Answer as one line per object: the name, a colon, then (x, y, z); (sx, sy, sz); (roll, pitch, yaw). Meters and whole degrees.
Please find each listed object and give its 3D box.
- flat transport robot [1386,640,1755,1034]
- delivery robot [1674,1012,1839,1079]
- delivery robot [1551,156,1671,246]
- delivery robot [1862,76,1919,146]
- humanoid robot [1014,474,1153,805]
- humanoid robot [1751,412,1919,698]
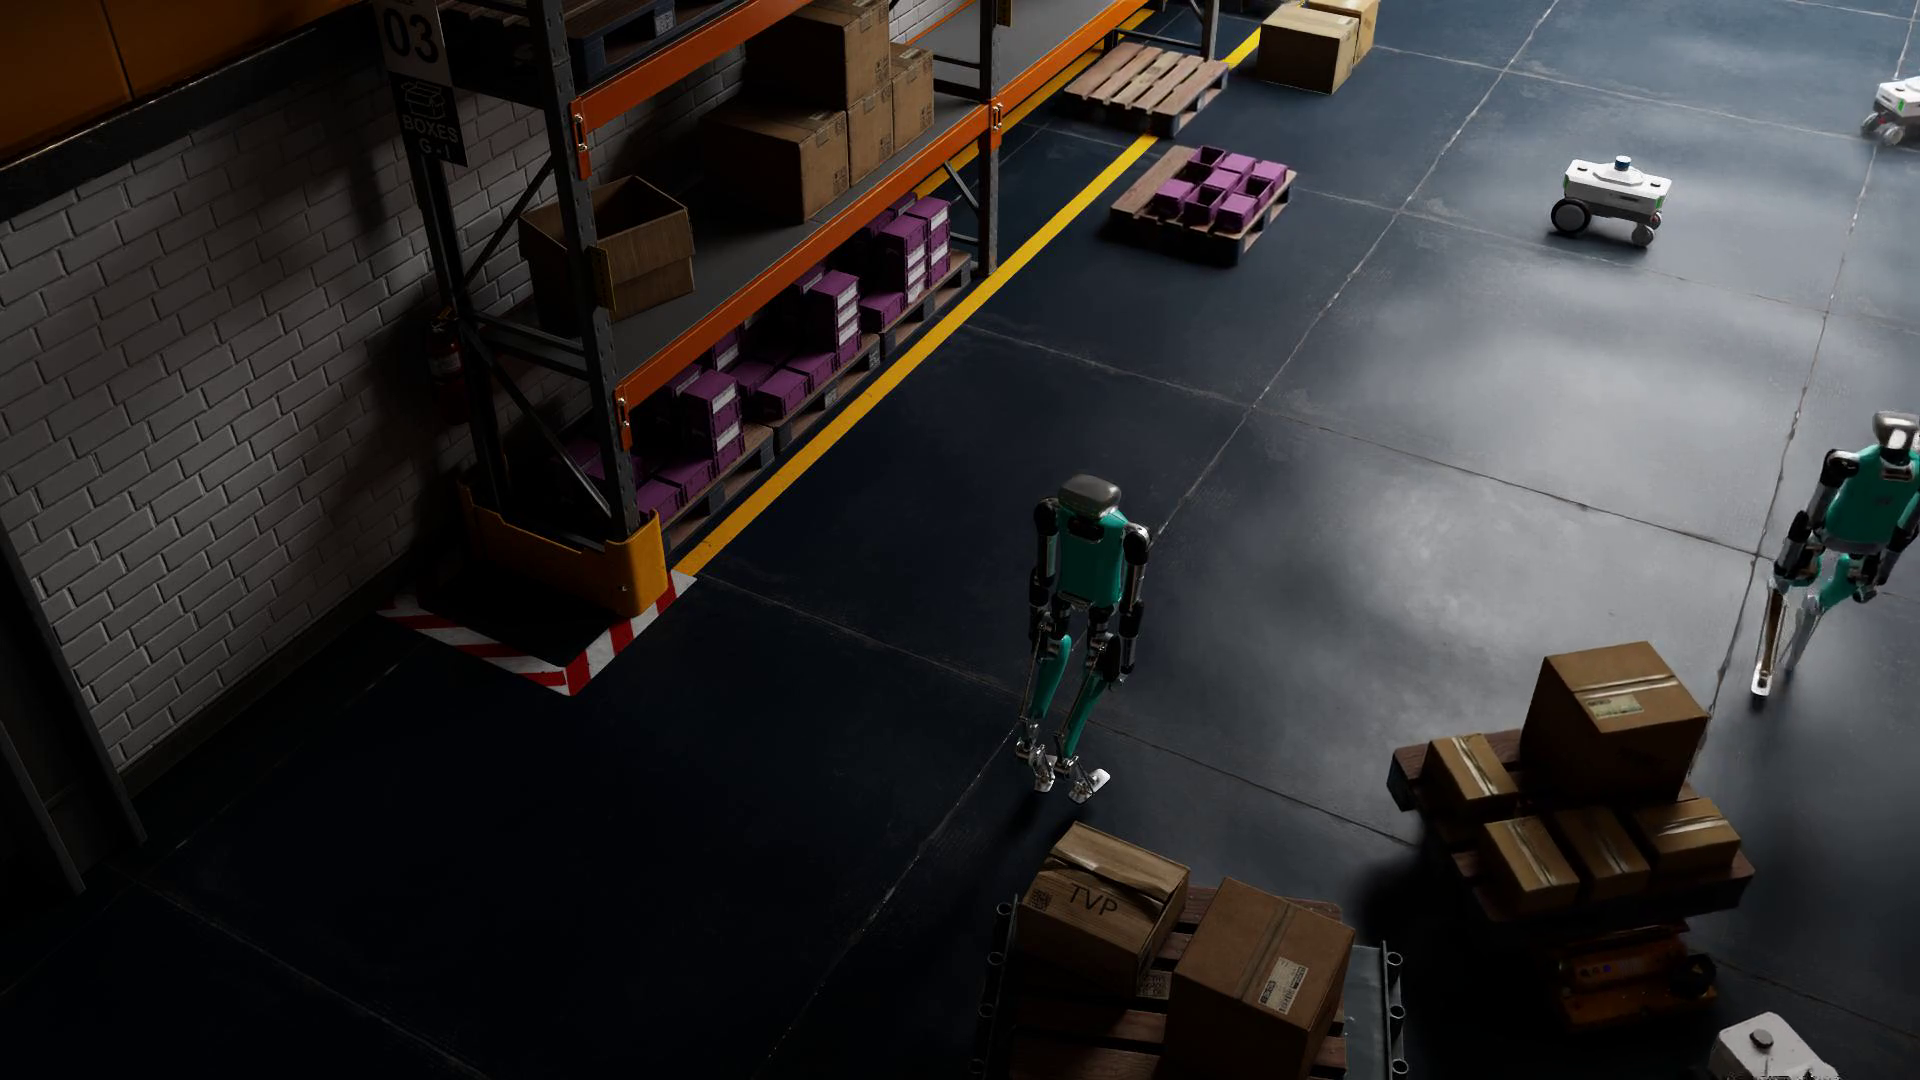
flat transport robot: (2.667, 1.488, 7.360); (0.659, 0.231, 1.431); (-8, 39, -10)
delivery robot: (3.150, 2.173, 6.288); (0.499, 0.612, 0.807); (-14, 41, -17)
delivery robot: (4.761, -2.516, 12.113); (0.739, 0.566, 0.499); (19, 42, 22)
delivery robot: (7.744, -3.488, 13.367); (0.808, 0.614, 0.499); (-8, 39, -10)
humanoid robot: (0.449, 0.539, 7.267); (0.533, 1.672, 0.735); (19, 42, 22)
humanoid robot: (4.147, 0.082, 8.027); (0.552, 1.894, 0.716); (4, 39, 5)
